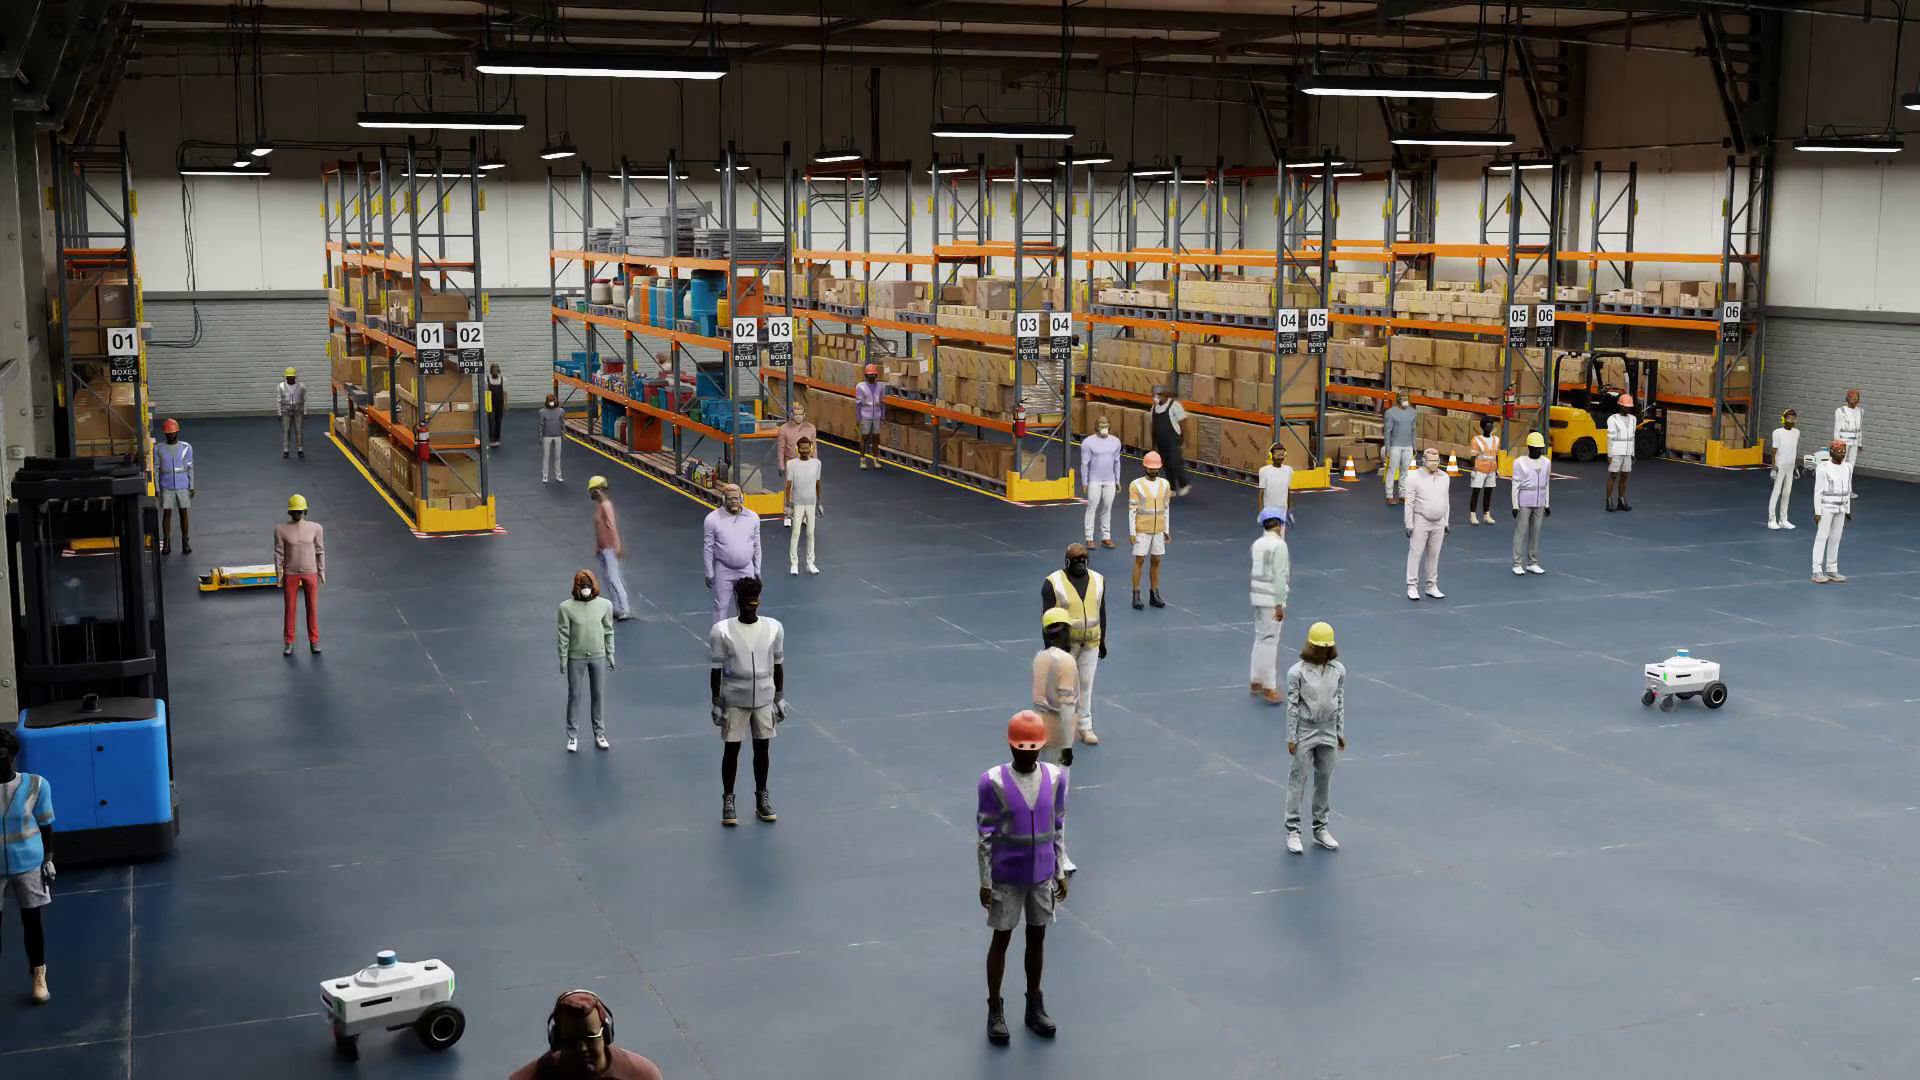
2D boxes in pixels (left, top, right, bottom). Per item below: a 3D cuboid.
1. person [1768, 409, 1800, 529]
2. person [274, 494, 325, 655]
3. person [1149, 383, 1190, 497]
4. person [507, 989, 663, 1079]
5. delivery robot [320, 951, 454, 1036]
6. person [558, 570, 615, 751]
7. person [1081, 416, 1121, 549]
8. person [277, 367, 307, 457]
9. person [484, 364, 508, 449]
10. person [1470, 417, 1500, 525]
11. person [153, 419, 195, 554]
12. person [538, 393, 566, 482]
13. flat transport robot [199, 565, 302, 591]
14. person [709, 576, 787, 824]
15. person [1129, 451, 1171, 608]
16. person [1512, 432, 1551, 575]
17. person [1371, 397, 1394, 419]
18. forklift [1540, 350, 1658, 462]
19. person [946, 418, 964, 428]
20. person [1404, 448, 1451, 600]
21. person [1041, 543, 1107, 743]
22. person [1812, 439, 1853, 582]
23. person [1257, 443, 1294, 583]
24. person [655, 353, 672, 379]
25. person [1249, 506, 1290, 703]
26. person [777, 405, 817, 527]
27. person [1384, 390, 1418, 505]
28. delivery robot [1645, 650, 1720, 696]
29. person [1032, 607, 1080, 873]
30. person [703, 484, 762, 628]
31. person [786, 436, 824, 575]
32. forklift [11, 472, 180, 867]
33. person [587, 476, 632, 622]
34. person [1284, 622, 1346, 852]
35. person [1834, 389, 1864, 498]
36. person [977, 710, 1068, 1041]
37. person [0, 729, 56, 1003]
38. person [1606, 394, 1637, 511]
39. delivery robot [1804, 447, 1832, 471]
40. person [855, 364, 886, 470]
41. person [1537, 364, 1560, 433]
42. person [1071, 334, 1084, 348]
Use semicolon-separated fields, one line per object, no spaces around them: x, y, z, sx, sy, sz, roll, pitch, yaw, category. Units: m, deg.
12.782;-1.101;32.429;0.528;1.865;0.313;-3;9;-20;person
-7.226;0.372;22.945;0.531;1.765;0.327;-3;9;-20;person
3.545;-1.722;36.132;0.629;2.000;0.723;-7;11;-39;person
-1.384;2.580;7.755;0.649;1.906;0.401;-3;9;-20;person
-3.273;2.594;11.971;0.707;0.478;0.477;-6;10;-34;delivery robot
-3.340;1.066;18.748;0.505;1.632;0.269;-3;9;-20;person
2.053;-0.844;30.471;0.633;1.938;0.356;-3;9;-20;person
-13.554;-2.596;42.518;0.598;1.828;0.403;-3;9;-20;person
-9.832;-2.841;44.329;0.508;1.792;0.950;-3;9;-20;person
8.247;-1.089;32.905;0.539;1.695;0.318;-3;9;-20;person
-11.261;-0.774;30.013;0.550;1.935;0.376;-3;9;-20;person
-7.470;-1.876;38.364;0.505;1.632;0.269;-3;9;-20;person
-9.181;0.476;27.349;1.431;0.197;0.652;-3;9;-21;flat transport robot
-1.663;1.245;16.457;0.612;1.962;0.364;-3;9;-20;person
2.345;-0.132;25.735;0.550;1.933;0.374;-3;9;-20;person
7.704;-0.496;28.193;0.593;1.925;0.384;-3;9;-20;person
9.425;-3.290;46.602;0.619;1.990;0.395;-3;9;-20;person
12.897;-2.725;42.309;2.313;2.155;1.214;-3;9;-21;forklift
-0.102;-3.538;48.794;0.598;1.828;0.403;-3;9;-20;person
5.895;-0.206;26.332;0.649;1.904;0.401;-3;9;-20;person
1.046;0.937;18.924;0.631;1.842;0.428;-3;9;-20;person
11.510;-0.388;27.615;0.582;1.881;0.338;-3;9;-20;person
4.137;-0.353;27.428;0.528;1.869;0.313;-3;9;-20;person
-7.239;-3.771;51.147;0.505;1.578;0.799;8;12;42;person
3.097;0.639;20.769;0.399;1.901;0.756;-2;9;-16;person
-2.523;-1.161;32.701;0.649;1.904;0.401;-3;9;-20;person
7.420;-1.562;35.258;0.633;1.938;0.356;-3;9;-20;person
7.063;1.317;20.489;0.707;0.478;0.477;-3;9;-21;delivery robot
0.729;1.457;15.368;0.381;1.877;0.727;-3;9;-18;person
-2.449;0.339;22.692;0.649;1.906;0.401;-3;9;-20;person
-2.094;-0.474;28.235;0.528;1.869;0.313;-3;9;-20;person
-6.630;0.886;15.957;1.129;2.768;1.873;-3;9;-21;forklift
-4.165;0.107;24.853;0.441;1.720;0.643;-3;9;-22;person
2.679;1.468;15.713;0.491;1.741;0.323;-3;9;-20;person
15.295;-1.653;36.051;0.582;1.882;0.338;-3;9;-20;person
0.373;1.918;12.066;0.550;1.933;0.374;-3;9;-20;person
-5.715;1.960;12.580;0.539;1.695;0.318;-3;9;-20;person
10.901;-1.440;34.455;0.550;1.933;0.374;-3;9;-20;person
16.167;-1.491;39.209;0.707;0.478;0.477;-3;9;-21;delivery robot
-1.705;-2.377;40.349;0.613;2.041;0.393;-3;9;-20;person
12.625;-2.915;44.853;0.531;1.767;0.328;-3;9;-20;person
3.026;-4.504;55.203;0.631;1.840;0.428;-3;9;-20;person
